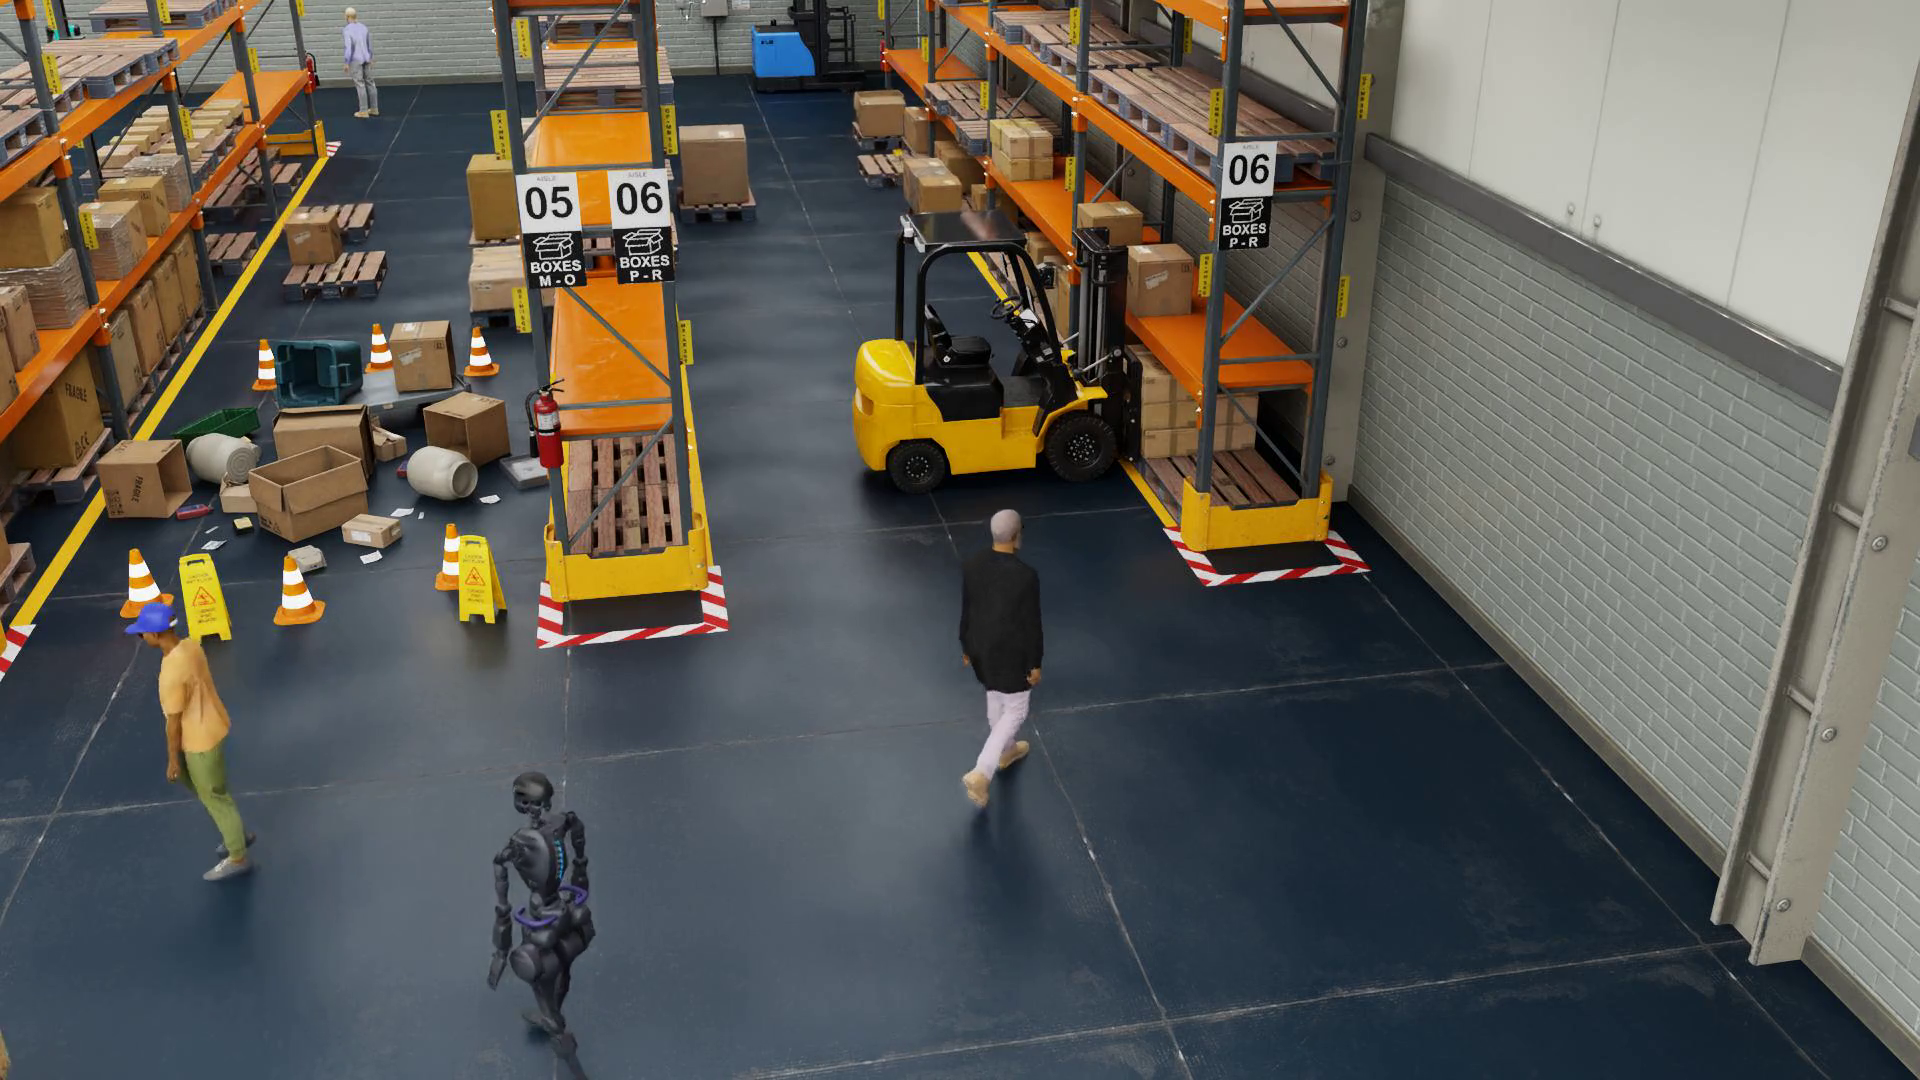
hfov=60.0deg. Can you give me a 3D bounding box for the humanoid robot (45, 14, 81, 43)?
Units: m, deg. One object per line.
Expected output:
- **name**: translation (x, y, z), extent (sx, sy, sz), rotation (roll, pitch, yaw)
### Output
- **humanoid robot**: translation (-15.092, -7.992, 28.068), extent (0.535, 1.753, 0.877), rotation (-21, 32, -36)

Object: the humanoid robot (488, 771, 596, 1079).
- **humanoid robot**: translation (-1.951, 1.819, 7.763), extent (0.719, 1.634, 0.599), rotation (16, 30, 30)

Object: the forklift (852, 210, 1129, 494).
- **forklift**: translation (0.216, -1.659, 14.366), extent (2.313, 2.155, 1.214), rotation (-5, 26, -10)

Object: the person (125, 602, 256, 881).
- **person**: translation (-4.228, 1.111, 9.155), extent (0.447, 1.691, 0.485), rotation (-5, 26, -10)

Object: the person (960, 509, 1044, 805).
- **person**: translation (0.224, 0.687, 9.898), extent (0.543, 1.832, 0.802), rotation (16, 30, 31)

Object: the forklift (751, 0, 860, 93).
- **forklift**: translation (-2.872, -9.679, 30.288), extent (1.873, 2.768, 1.129), rotation (-5, 26, -10)

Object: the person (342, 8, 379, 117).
- **person**: translation (-10.188, -8.100, 28.230), extent (0.401, 1.799, 0.595), rotation (14, 29, 26)

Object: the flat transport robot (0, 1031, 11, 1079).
- **flat transport robot**: translation (-4.729, 2.870, 7.152), extent (1.431, 0.231, 0.659), rotation (-10, 27, -19)
